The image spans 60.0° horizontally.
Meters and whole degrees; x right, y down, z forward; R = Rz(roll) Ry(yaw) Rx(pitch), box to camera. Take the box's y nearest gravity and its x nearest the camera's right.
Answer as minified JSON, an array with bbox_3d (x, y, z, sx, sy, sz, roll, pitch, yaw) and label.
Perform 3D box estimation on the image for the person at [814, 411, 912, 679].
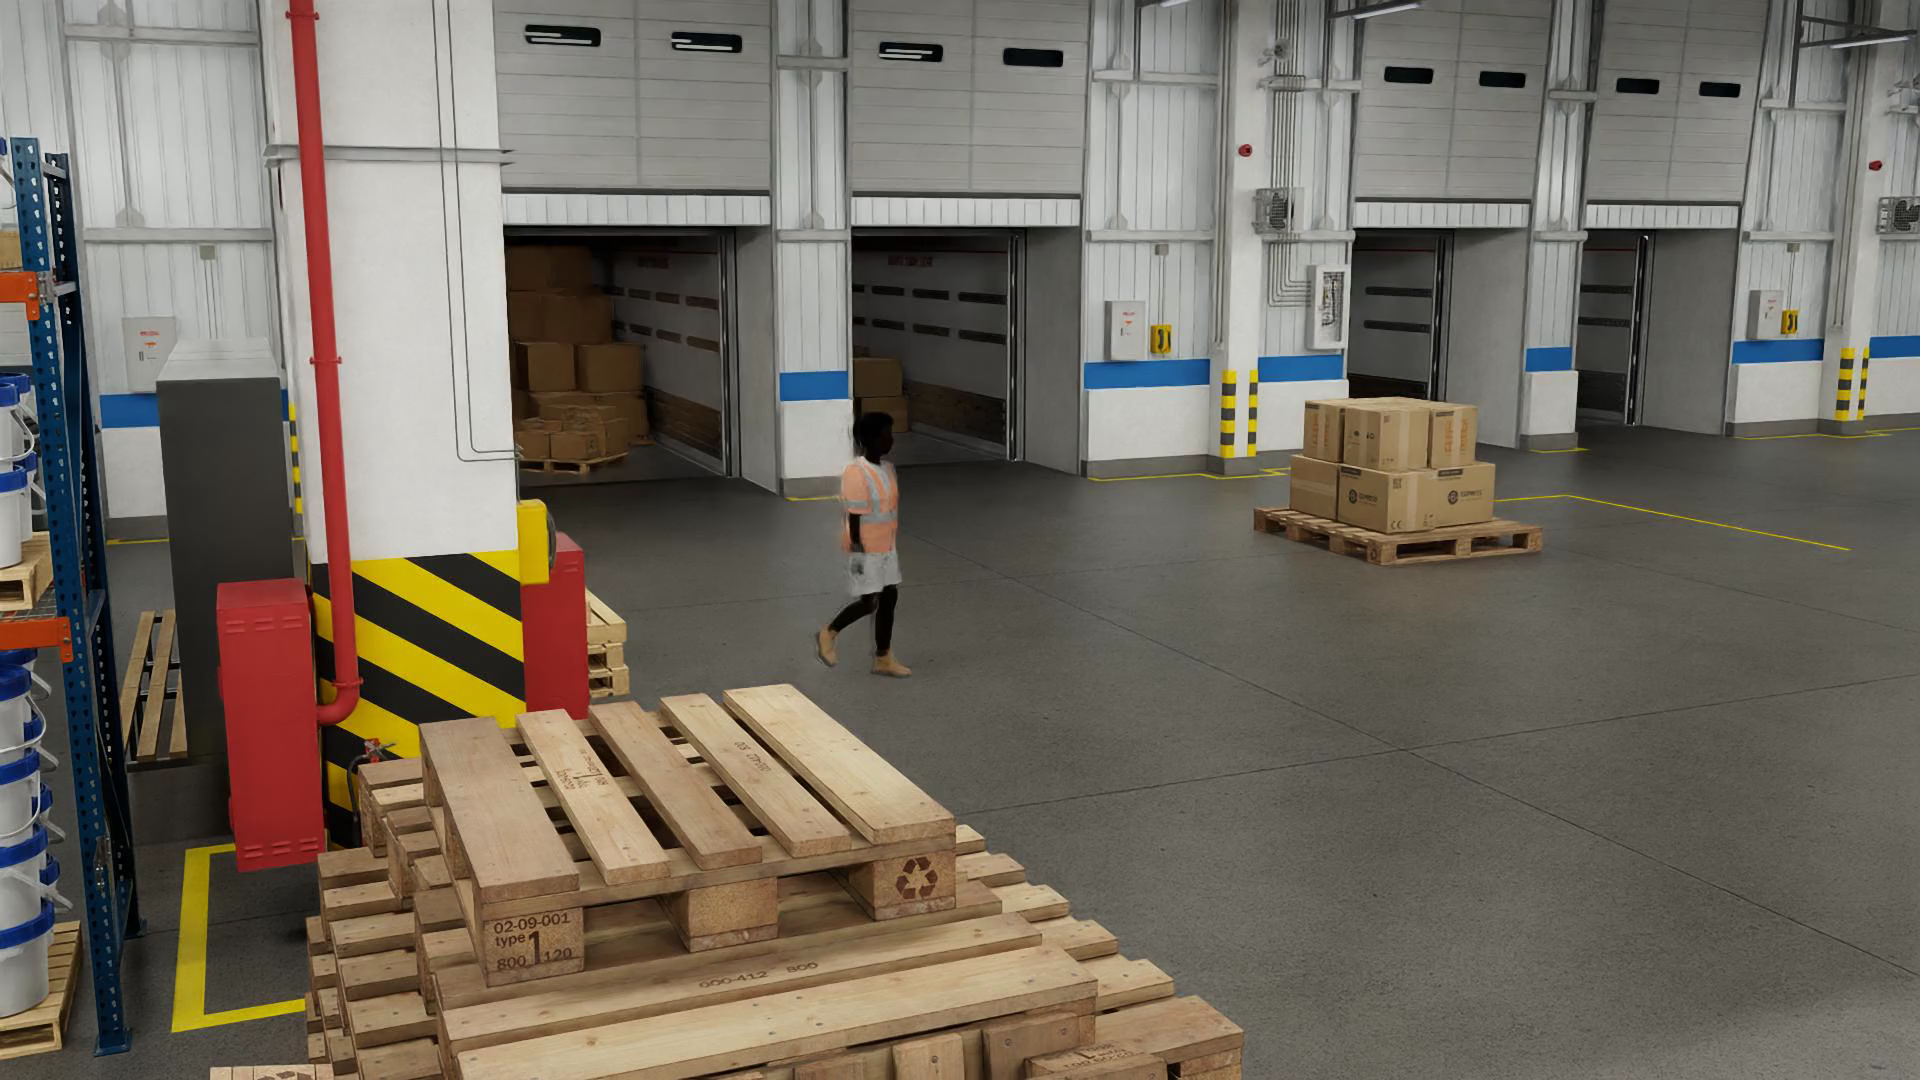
[{"bbox_3d":[-0.590,0.032,10.300,0.524,1.680,0.542,6,12,28],"label":"person"}]
